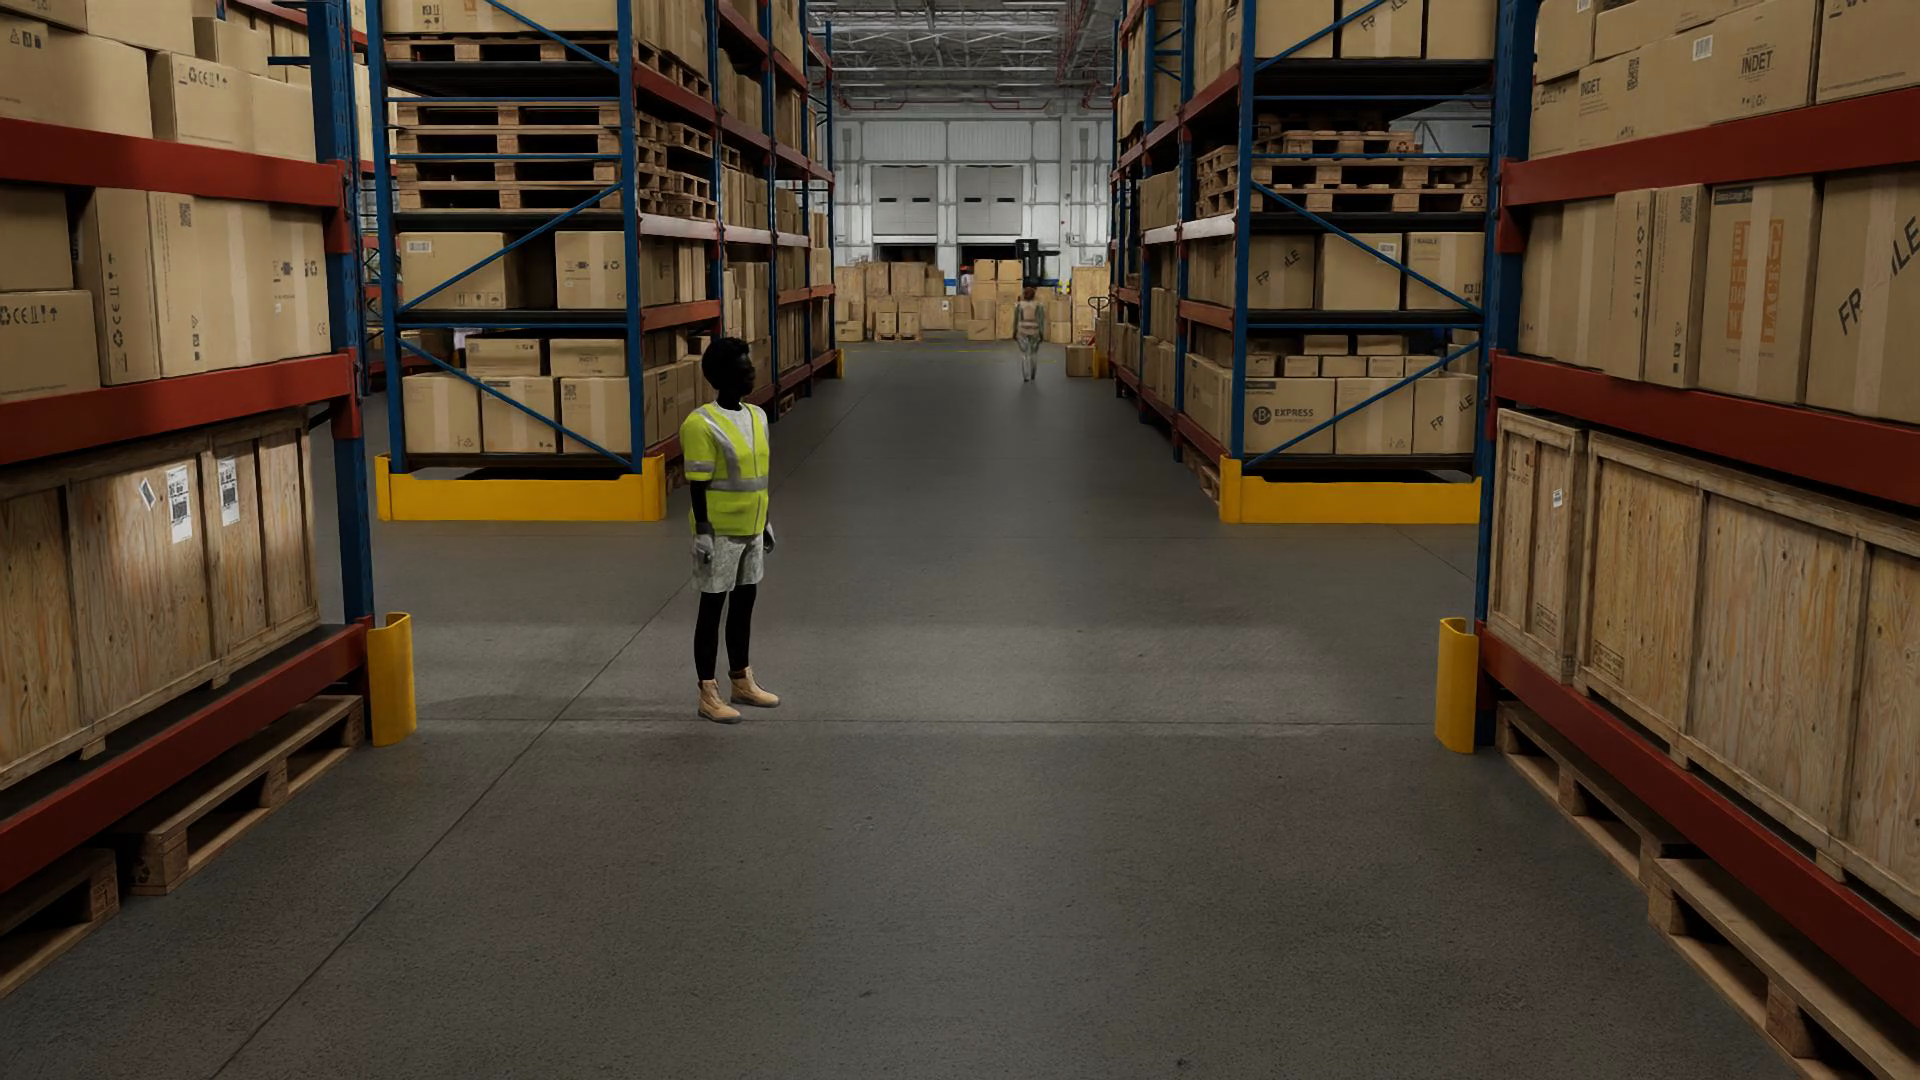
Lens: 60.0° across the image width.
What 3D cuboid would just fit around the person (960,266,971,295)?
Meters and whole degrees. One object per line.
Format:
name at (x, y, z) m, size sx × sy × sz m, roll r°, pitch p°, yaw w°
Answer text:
person at (0.154, -8.805, 59.209) m, size 0.717 × 1.901 × 0.579 m, roll 7°, pitch 12°, yaw 35°

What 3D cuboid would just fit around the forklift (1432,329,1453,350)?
forklift at (10.414, -5.745, 37.977) m, size 1.129 × 2.768 × 1.873 m, roll -9°, pitch 13°, yaw -44°

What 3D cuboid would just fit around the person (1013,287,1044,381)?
person at (1.170, -3.530, 28.544) m, size 0.529 × 1.590 × 0.864 m, roll 0°, pitch 9°, yaw 2°

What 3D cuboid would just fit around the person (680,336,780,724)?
person at (-1.015, -0.050, 7.394) m, size 0.317 × 1.700 × 0.537 m, roll 5°, pitch 11°, yaw 29°

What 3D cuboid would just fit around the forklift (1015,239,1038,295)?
forklift at (2.287, -8.975, 57.322) m, size 1.873 × 2.768 × 1.129 m, roll -6°, pitch 11°, yaw -32°

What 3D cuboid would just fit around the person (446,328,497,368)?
person at (-6.037, -2.375, 20.762) m, size 0.612 × 1.875 × 0.916 m, roll 1°, pitch 10°, yaw 5°

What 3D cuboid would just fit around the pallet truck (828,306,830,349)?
pallet truck at (-3.100, -3.940, 29.800) m, size 1.885 × 1.965 × 0.823 m, roll 3°, pitch 10°, yaw 19°

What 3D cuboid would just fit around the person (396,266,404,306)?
person at (-18.479, -8.144, 55.235) m, size 0.760 × 1.909 × 0.640 m, roll -3°, pitch 10°, yaw -19°
